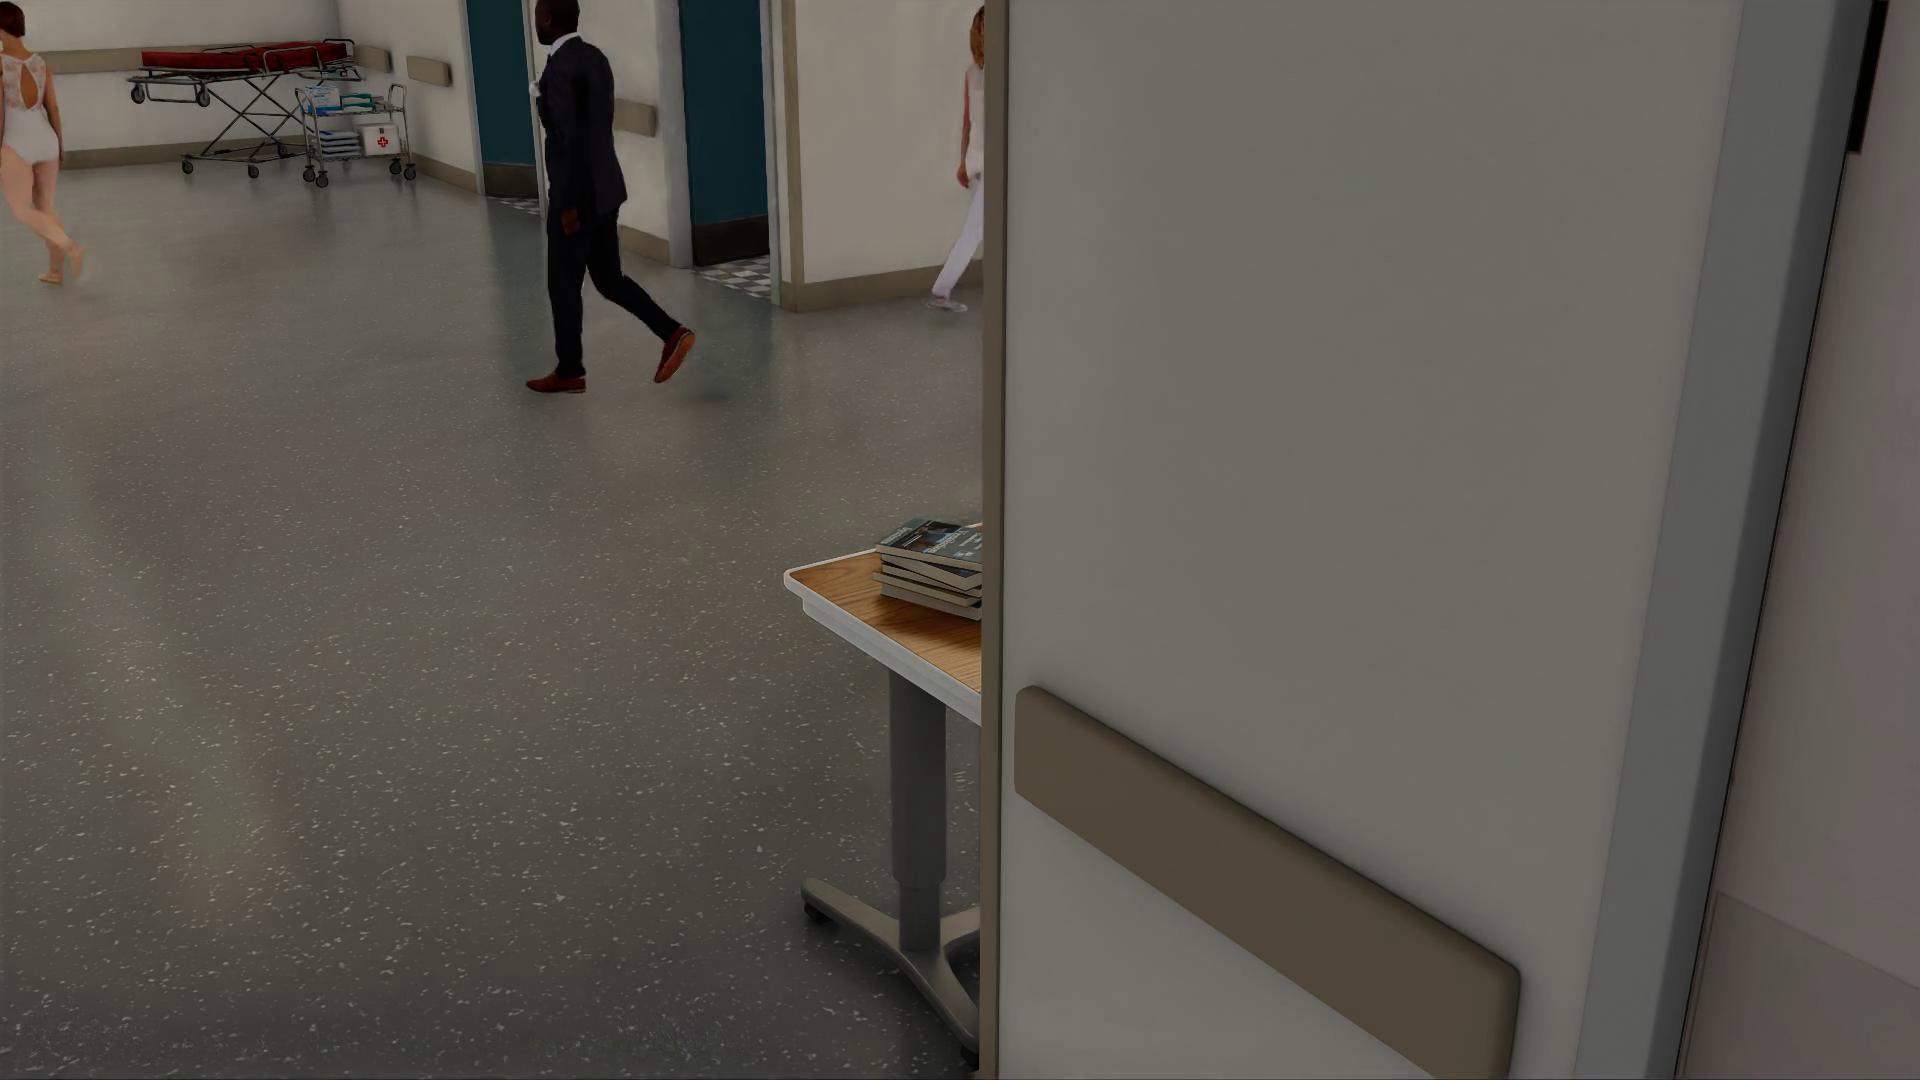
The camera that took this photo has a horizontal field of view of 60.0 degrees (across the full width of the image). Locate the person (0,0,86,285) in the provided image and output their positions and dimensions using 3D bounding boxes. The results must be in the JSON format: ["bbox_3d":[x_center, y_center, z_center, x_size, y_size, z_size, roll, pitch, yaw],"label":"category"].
[{"bbox_3d":[-5.356,-2.254,9.654,0.930,1.627,0.786,10,23,25],"label":"person"}]

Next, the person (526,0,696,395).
[{"bbox_3d":[-1.614,-1.527,7.497,1.171,1.795,1.115,2,21,5],"label":"person"}]
